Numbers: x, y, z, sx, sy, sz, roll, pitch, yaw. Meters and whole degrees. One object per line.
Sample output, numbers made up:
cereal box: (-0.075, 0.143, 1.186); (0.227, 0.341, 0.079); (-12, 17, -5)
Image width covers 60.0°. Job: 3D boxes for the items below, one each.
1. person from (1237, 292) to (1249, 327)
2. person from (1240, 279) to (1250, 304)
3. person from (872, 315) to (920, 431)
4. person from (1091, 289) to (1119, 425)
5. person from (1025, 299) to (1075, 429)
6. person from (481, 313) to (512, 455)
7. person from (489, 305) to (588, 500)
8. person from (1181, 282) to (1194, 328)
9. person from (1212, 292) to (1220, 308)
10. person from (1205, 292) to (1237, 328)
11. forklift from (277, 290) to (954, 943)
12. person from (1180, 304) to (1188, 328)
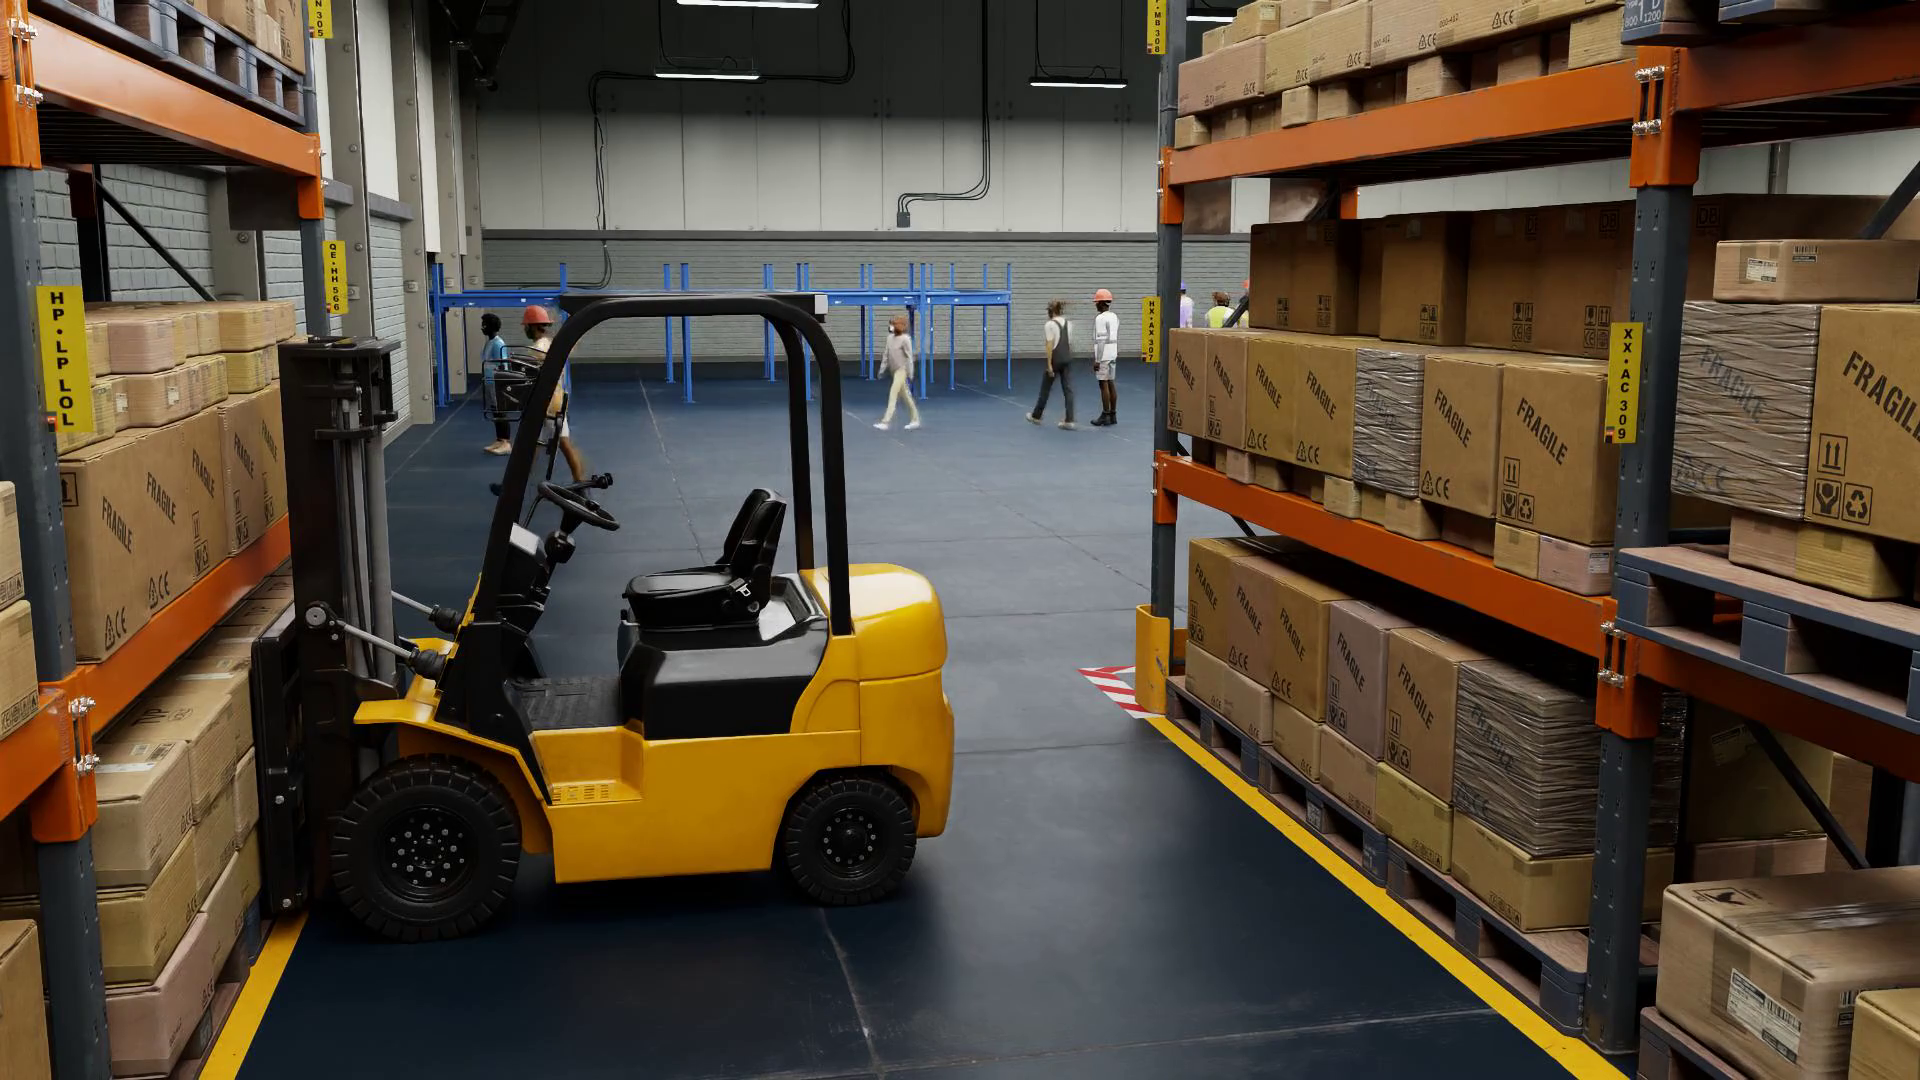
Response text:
person: (5.471, -3.759, 31.233); (0.608, 1.779, 0.970); (-2, 9, -11)
person: (6.214, -4.589, 35.663); (0.622, 1.990, 0.400); (-5, 11, -28)
person: (-0.873, -2.310, 23.017); (0.871, 1.587, 0.503); (-6, 11, -32)
person: (2.054, -2.620, 23.831); (0.376, 1.936, 0.549); (6, 11, 30)
person: (1.309, -2.480, 23.395); (0.498, 1.792, 0.938); (-7, 12, -37)
person: (-5.612, -1.883, 20.069); (0.317, 1.695, 0.540); (-5, 11, -30)
person: (-4.029, -1.296, 15.946); (1.017, 1.881, 0.560); (3, 10, 16)
person: (4.671, -4.464, 35.091); (0.433, 1.935, 0.616); (9, 13, 44)
person: (6.365, -5.321, 41.202); (0.311, 1.638, 0.523); (2, 10, 13)
person: (4.391, -3.221, 27.832); (0.430, 1.836, 0.619); (-9, 13, -43)
forklift: (-1.179, 0.175, 6.143); (2.313, 2.155, 1.214); (-2, 10, -12)
person: (3.885, -3.724, 30.872); (0.602, 1.824, 0.692); (-5, 11, -28)
